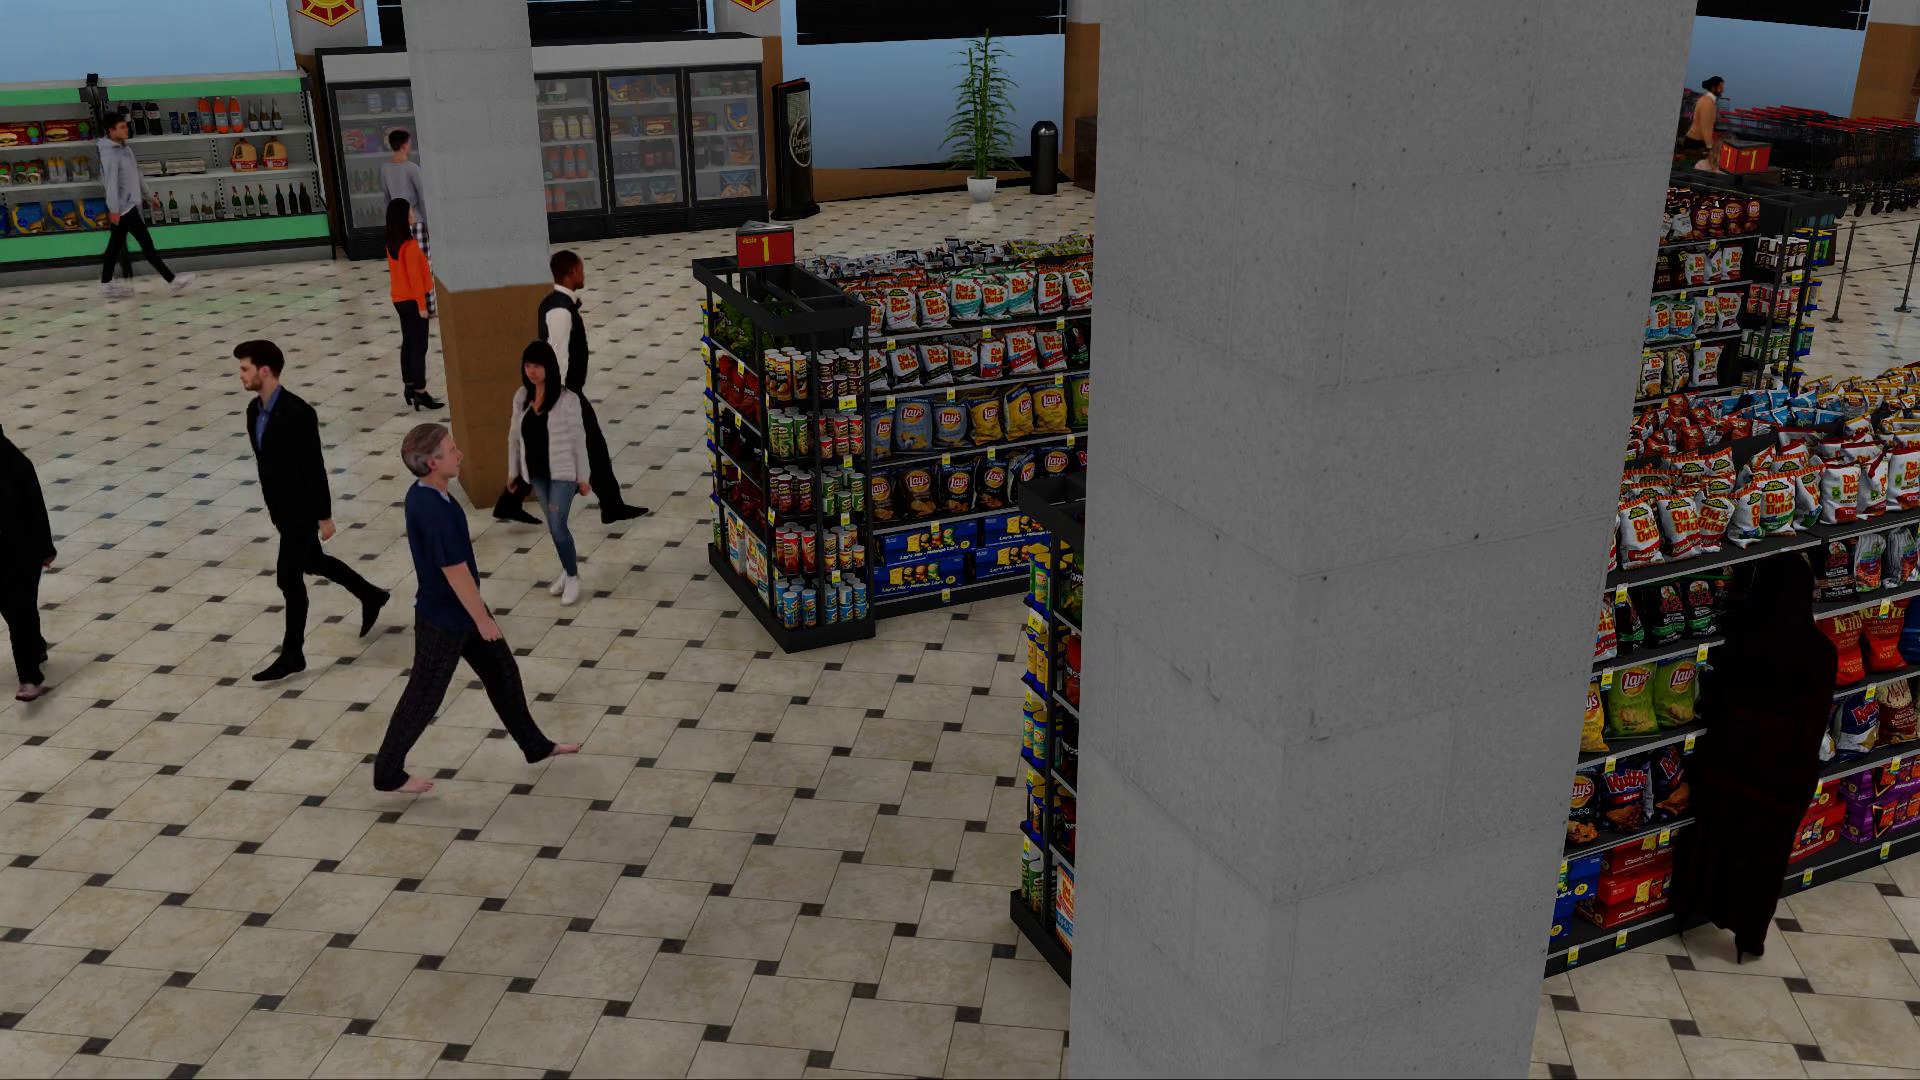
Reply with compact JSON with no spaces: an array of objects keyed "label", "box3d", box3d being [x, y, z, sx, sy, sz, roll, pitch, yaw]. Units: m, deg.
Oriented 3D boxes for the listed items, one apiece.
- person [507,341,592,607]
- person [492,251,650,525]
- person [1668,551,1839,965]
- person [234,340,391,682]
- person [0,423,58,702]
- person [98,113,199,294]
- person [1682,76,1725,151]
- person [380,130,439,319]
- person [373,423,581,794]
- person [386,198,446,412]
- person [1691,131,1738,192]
[{"label":"person","box3d":[-2.446,-0.444,10.151,0.752,1.624,0.807,9,24,21]},{"label":"person","box3d":[-2.749,-0.940,11.060,1.257,1.867,0.734,-8,23,-18]},{"label":"person","box3d":[3.184,0.875,6.686,0.754,1.759,0.746,19,29,39]},{"label":"person","box3d":[-3.621,-0.203,9.248,1.065,1.850,1.307,15,26,33]},{"label":"person","box3d":[-5.169,0.029,9.030,0.984,1.582,0.864,-3,22,-7]},{"label":"person","box3d":[-8.783,-3.436,17.284,1.301,1.858,0.888,-4,22,-10]},{"label":"person","box3d":[9.625,-5.205,21.860,0.907,1.728,0.838,10,24,24]},{"label":"person","box3d":[-5.482,-3.134,16.546,0.694,1.847,0.765,6,23,15]},{"label":"person","box3d":[-2.490,0.389,7.816,1.256,1.819,0.838,-5,22,-12]},{"label":"person","box3d":[-4.536,-1.944,13.717,0.609,1.748,0.657,-15,26,-33]},{"label":"person","box3d":[7.384,-3.140,16.677,1.201,1.761,0.823,-20,29,-40]}]
